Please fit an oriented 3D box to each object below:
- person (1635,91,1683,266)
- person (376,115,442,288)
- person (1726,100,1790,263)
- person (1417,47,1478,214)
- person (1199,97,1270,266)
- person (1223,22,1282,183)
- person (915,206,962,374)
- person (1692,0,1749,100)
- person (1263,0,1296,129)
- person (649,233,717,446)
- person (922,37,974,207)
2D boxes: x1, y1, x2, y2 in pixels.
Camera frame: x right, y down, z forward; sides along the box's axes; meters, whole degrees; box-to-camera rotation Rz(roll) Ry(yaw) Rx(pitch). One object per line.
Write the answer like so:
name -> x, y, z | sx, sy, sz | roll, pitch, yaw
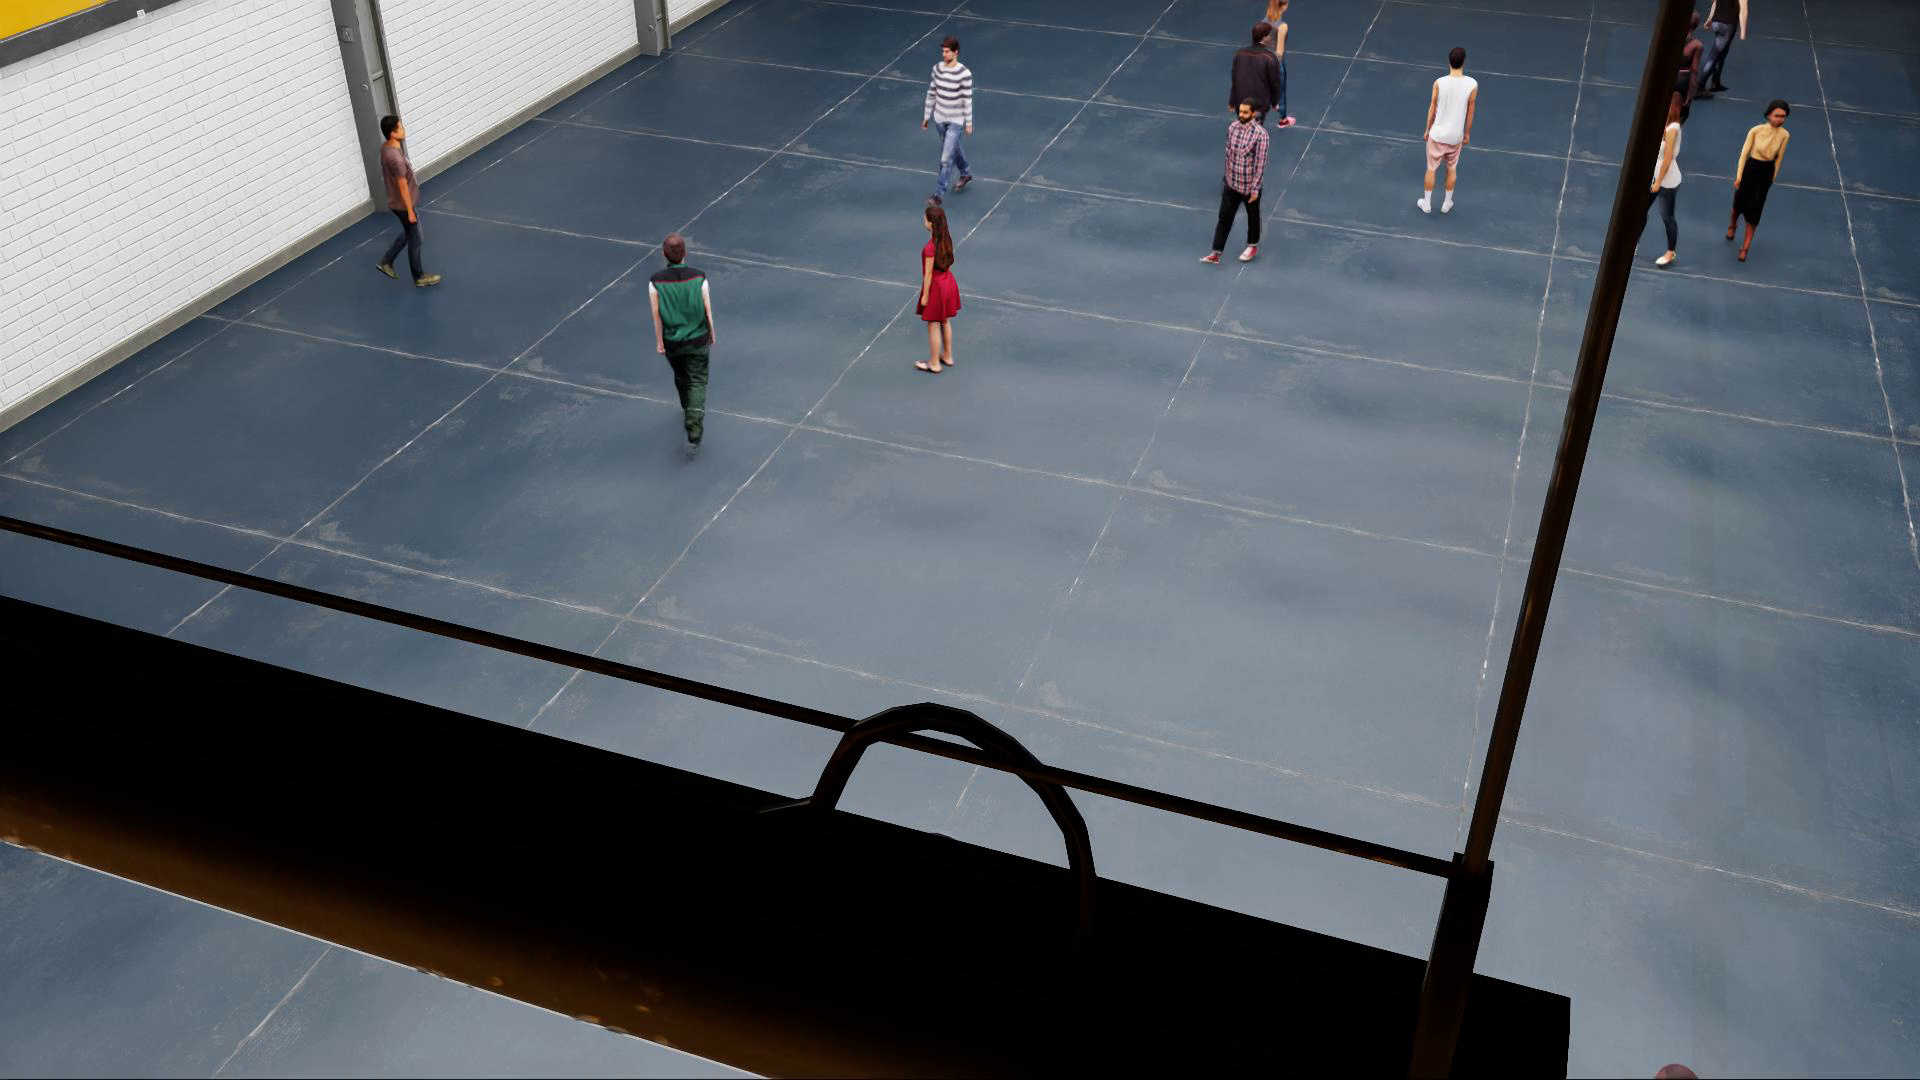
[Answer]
person -> 7.221, -3.661, 16.911 | 0.821, 1.751, 0.853 | -2, 34, -3
person -> -5.562, -3.303, 16.361 | 0.963, 1.764, 0.900 | -15, 37, -22
person -> 8.177, -3.733, 17.153 | 0.598, 1.603, 1.039 | 10, 35, 15
person -> 5.276, -4.428, 18.035 | 0.697, 1.784, 0.638 | 3, 34, 5
person -> 2.941, -3.645, 16.910 | 0.967, 1.726, 1.174 | 26, 42, 33
person -> 3.230, -4.828, 18.633 | 1.010, 1.789, 1.323 | 24, 41, 32
person -> -0.190, -2.267, 14.995 | 0.664, 1.551, 0.593 | 18, 38, 26
person -> 9.624, -6.520, 21.098 | 1.006, 1.879, 0.961 | -7, 34, -11
person -> 3.664, -5.695, 20.032 | 1.224, 1.683, 0.992 | -23, 40, -30
person -> -2.279, -1.633, 13.810 | 0.985, 1.806, 1.236 | -3, 34, -4
person -> -0.057, -4.637, 18.337 | 0.927, 1.798, 1.306 | 23, 40, 30
